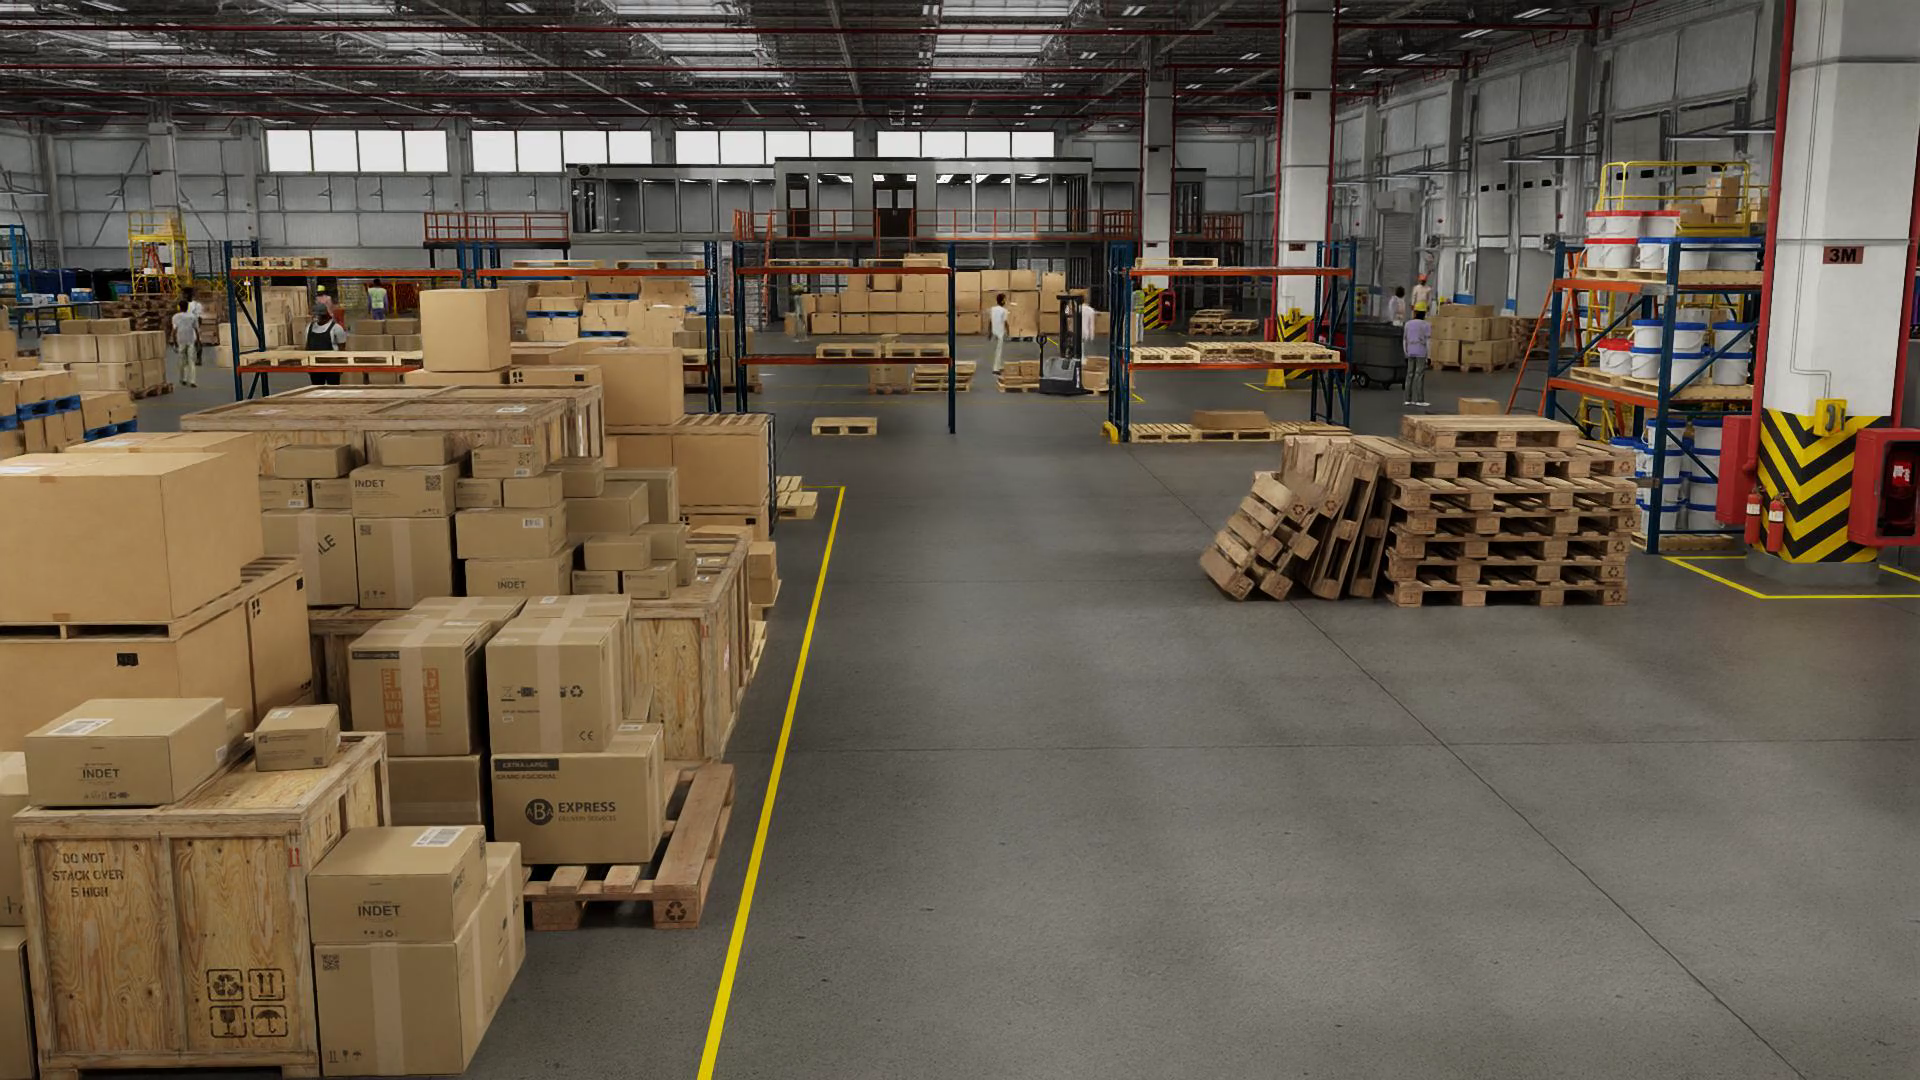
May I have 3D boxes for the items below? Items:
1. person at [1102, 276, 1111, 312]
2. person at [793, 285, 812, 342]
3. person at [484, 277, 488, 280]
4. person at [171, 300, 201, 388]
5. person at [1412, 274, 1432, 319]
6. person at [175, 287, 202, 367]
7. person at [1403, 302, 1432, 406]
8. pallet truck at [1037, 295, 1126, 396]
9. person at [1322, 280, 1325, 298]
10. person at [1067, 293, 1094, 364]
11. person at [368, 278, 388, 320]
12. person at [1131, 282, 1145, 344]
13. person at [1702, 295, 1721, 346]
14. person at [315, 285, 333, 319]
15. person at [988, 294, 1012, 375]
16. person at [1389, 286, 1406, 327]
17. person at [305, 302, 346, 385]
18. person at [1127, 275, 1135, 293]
[{"bbox_3d":[6.256,-10.590,70.753,0.337,1.882,0.584,-3,11,-15],"label":"person"},{"bbox_3d":[-4.841,-6.844,50.354,0.569,1.716,0.529,5,11,26],"label":"person"},{"bbox_3d":[-20.037,-10.374,69.703,0.518,1.828,0.551,2,10,11],"label":"person"},{"bbox_3d":[-16.161,-4.090,34.739,0.531,1.814,0.978,-5,11,-26],"label":"person"},{"bbox_3d":[15.054,-7.679,54.264,0.619,1.978,0.712,2,10,13],"label":"person"},{"bbox_3d":[-18.655,-5.124,40.157,0.638,1.927,0.913,1,10,7],"label":"person"},{"bbox_3d":[8.472,-3.436,30.775,0.365,1.927,0.588,-8,13,-39],"label":"person"},{"bbox_3d":[2.483,-3.881,33.060,1.885,1.965,0.823,-7,13,-36],"label":"pallet truck"},{"bbox_3d":[14.119,-9.658,65.533,0.625,1.901,0.990,0,10,0],"label":"person"},{"bbox_3d":[2.549,-4.431,36.358,0.651,1.907,0.898,-5,11,-24],"label":"person"},{"bbox_3d":[-18.300,-7.287,52.303,0.615,1.899,0.463,-5,11,-26],"label":"person"},{"bbox_3d":[5.277,-6.782,49.701,0.431,1.835,0.622,8,13,38],"label":"person"},{"bbox_3d":[15.906,-4.241,35.261,0.370,1.927,0.588,9,14,43],"label":"person"},{"bbox_3d":[-18.955,-6.714,49.537,0.547,1.747,0.388,2,10,9],"label":"person"},{"bbox_3d":[0.974,-4.706,38.083,0.760,1.840,0.575,-10,14,-43],"label":"person"},{"bbox_3d":[11.860,-5.943,45.020,0.654,1.825,0.449,-9,13,-40],"label":"person"},{"bbox_3d":[-10.660,-2.972,27.874,0.683,2.000,0.536,1,10,7],"label":"person"},{"bbox_3d":[6.302,-8.916,61.286,0.374,1.934,0.549,2,10,14],"label":"person"}]
